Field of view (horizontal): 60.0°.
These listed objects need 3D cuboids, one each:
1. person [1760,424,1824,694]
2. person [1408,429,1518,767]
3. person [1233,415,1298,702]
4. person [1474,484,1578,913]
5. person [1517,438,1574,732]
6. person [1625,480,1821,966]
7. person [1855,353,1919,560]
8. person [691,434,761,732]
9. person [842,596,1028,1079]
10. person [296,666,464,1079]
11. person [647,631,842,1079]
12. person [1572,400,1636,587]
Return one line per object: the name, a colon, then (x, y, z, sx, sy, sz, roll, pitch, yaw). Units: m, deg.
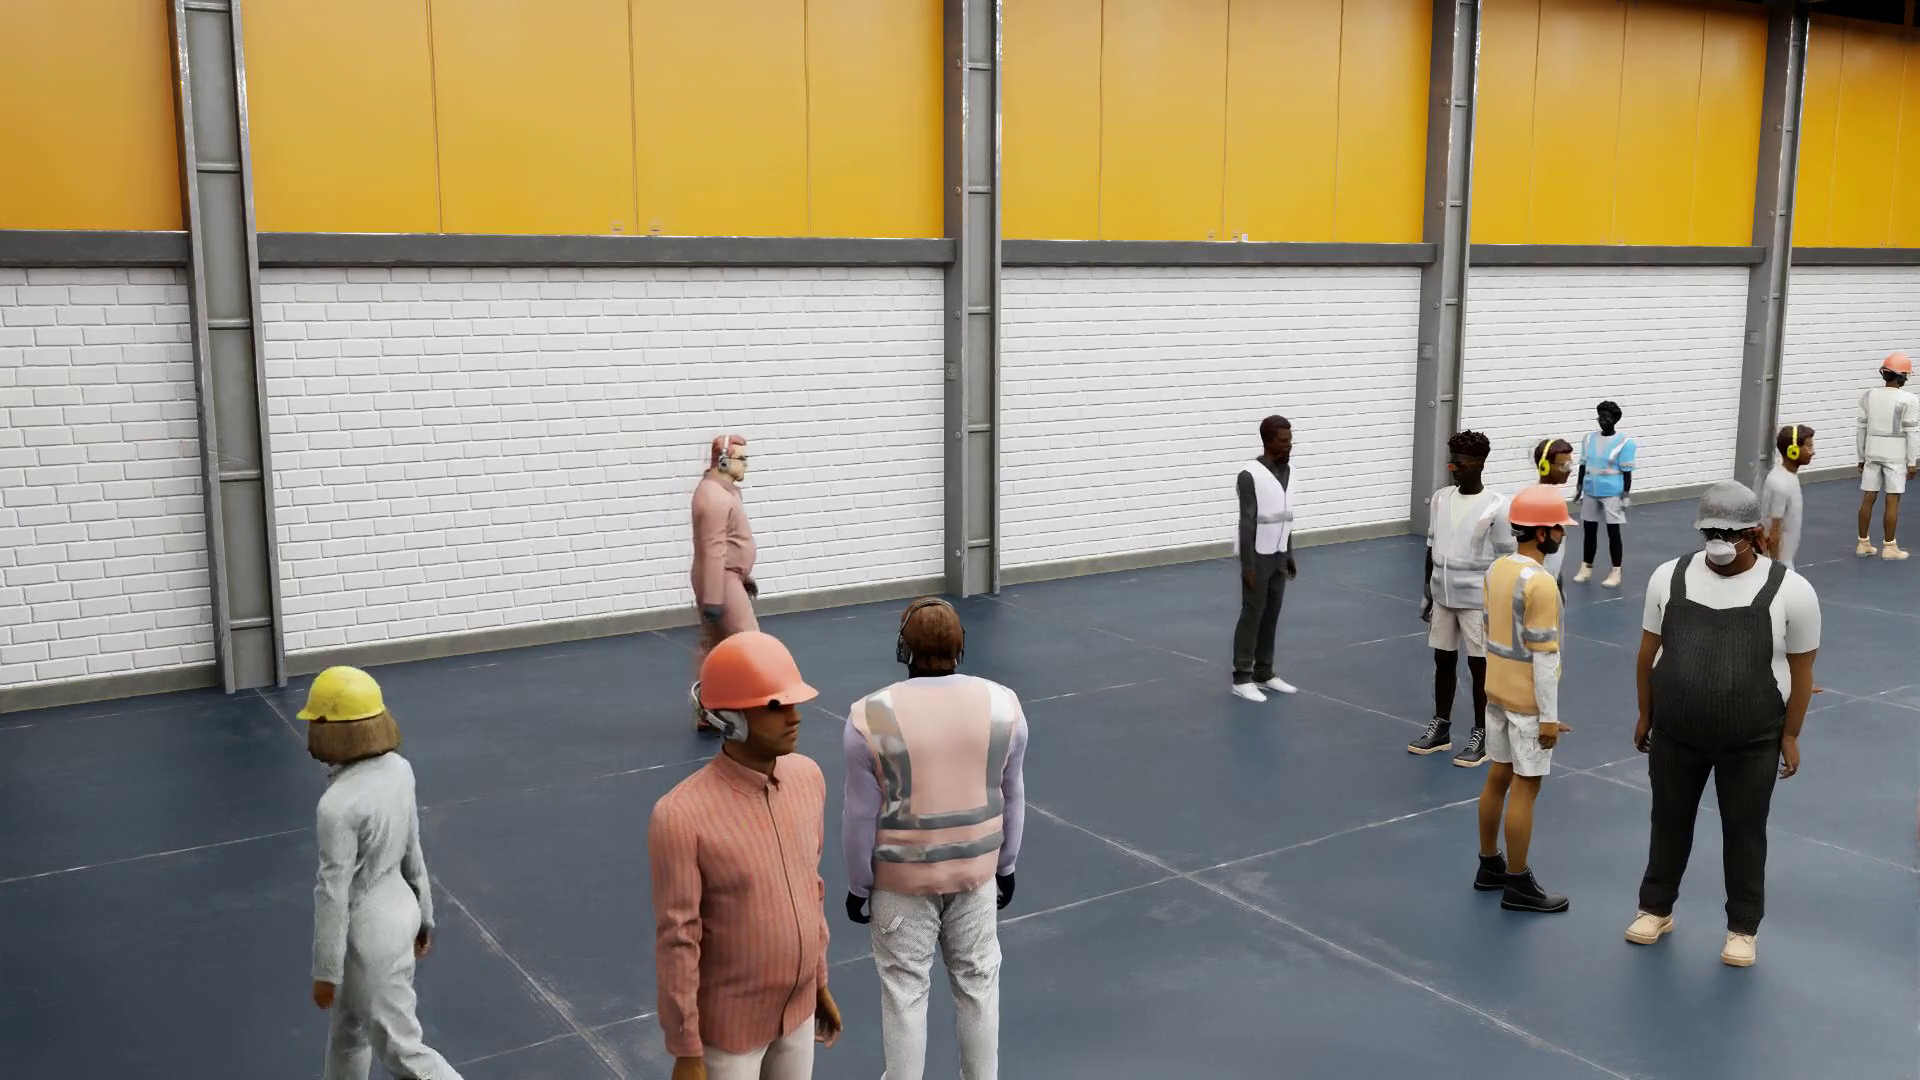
person: (5.543, 0.119, 11.370, 0.717, 1.855, 0.528, 4, 10, 22)
person: (2.944, 0.333, 9.728, 0.368, 1.966, 0.602, -7, 12, -35)
person: (2.053, 0.109, 11.225, 0.380, 1.918, 0.596, 9, 13, 43)
person: (2.573, 0.708, 7.551, 0.360, 1.939, 0.543, -1, 10, -8)
person: (3.611, 0.281, 10.390, 0.450, 1.856, 0.512, 7, 12, 36)
person: (3.152, 0.757, 6.947, 0.688, 2.000, 0.535, 7, 12, 37)
person: (9.175, -0.821, 16.444, 0.374, 2.043, 0.612, -5, 11, -29)
person: (-1.435, 0.282, 10.293, 0.490, 1.884, 0.638, -2, 10, -14)
person: (-0.094, 1.096, 5.505, 0.626, 1.844, 0.429, -3, 10, -19)
person: (-1.772, 1.222, 5.160, 0.857, 1.709, 0.501, 1, 9, 5)
person: (-0.535, 1.215, 4.315, 0.373, 1.997, 0.619, 6, 11, 33)
person: (5.847, -0.422, 15.090, 0.319, 1.694, 0.552, -7, 12, -35)
